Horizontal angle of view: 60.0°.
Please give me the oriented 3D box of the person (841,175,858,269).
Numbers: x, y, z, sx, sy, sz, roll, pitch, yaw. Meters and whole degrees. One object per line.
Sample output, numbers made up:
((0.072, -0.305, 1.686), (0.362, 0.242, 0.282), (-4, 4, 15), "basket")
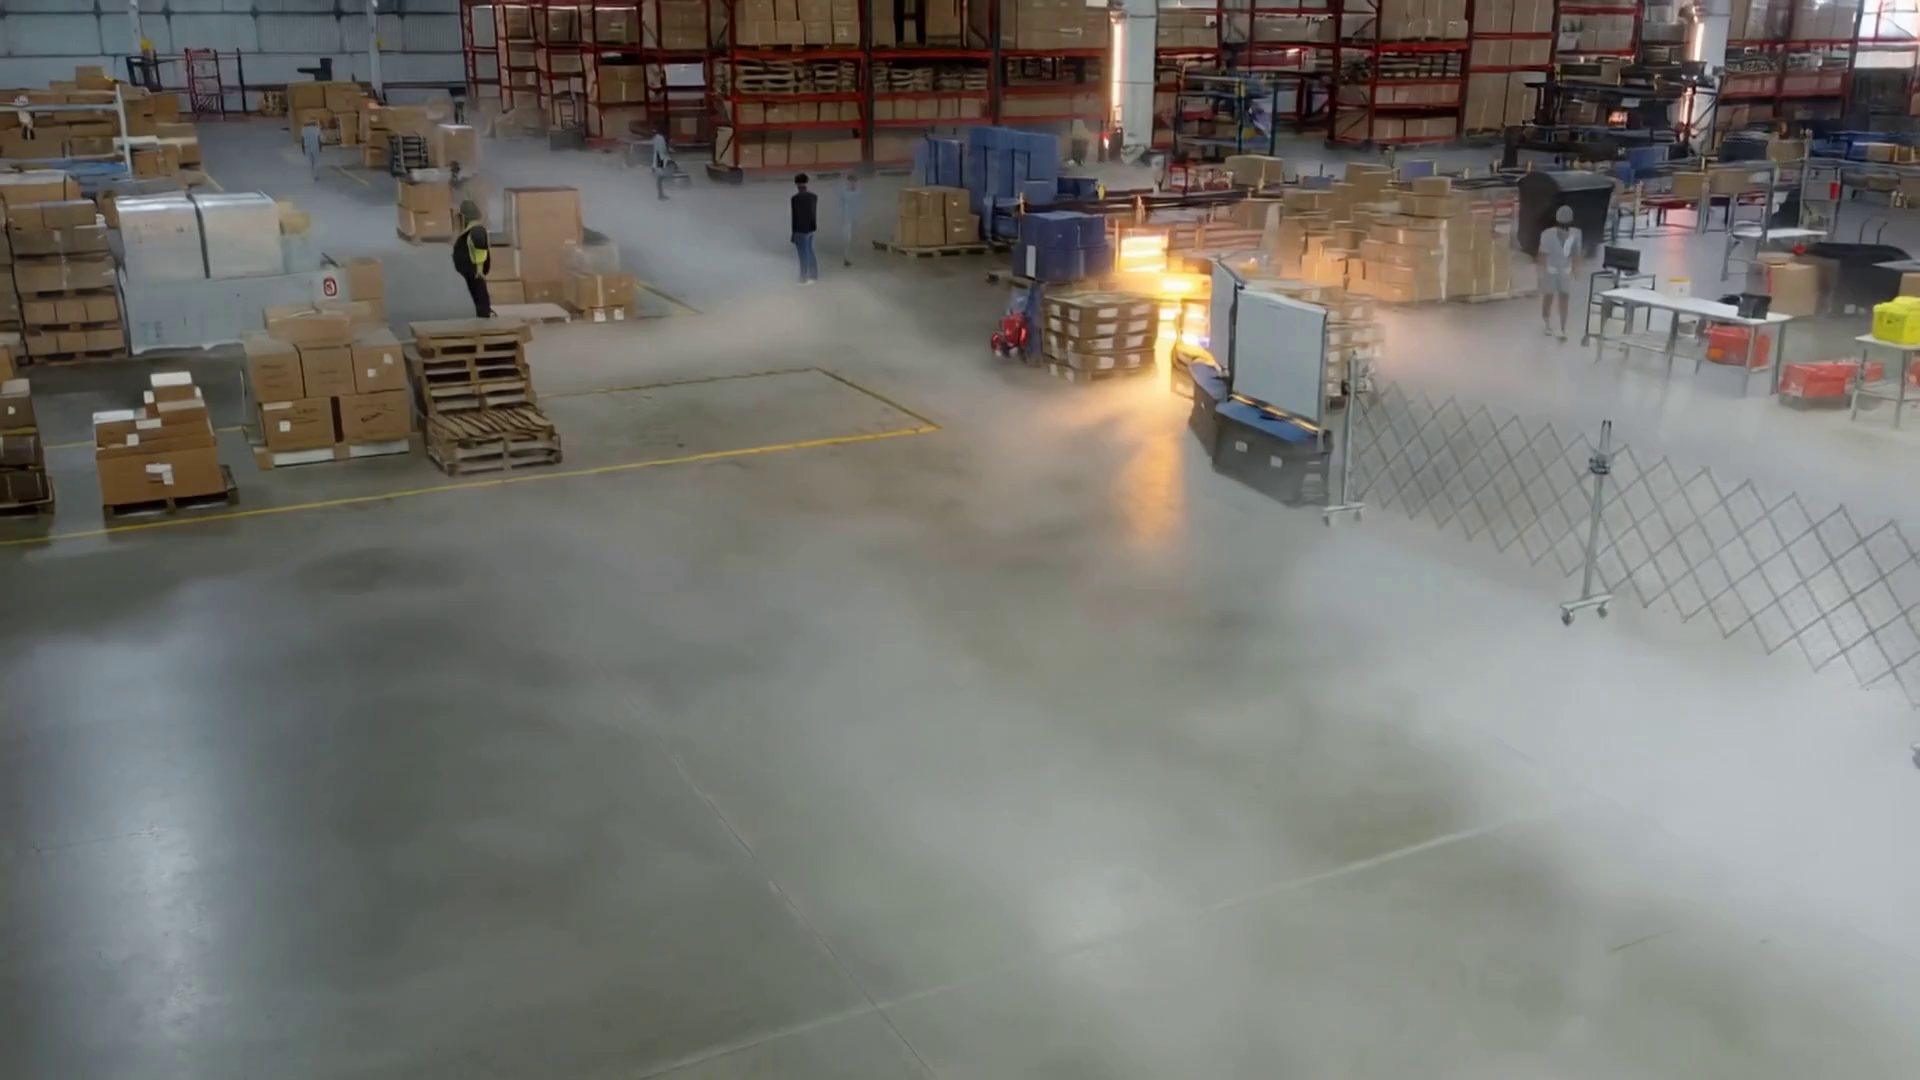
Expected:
((-2.101, -6.001, 31.424), (0.306, 1.726, 0.668), (1, 18, 4), "person")

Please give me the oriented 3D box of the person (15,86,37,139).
((-34.929, -15.967, 62.131), (0.549, 1.936, 0.376), (-1, 18, -3), "person")

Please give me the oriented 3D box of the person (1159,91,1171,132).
((8.108, -17.075, 65.794), (0.537, 1.812, 0.644), (-6, 19, -19), "person")

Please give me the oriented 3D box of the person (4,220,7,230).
((-20.236, -7.143, 34.727), (0.322, 1.875, 0.524), (3, 18, 10), "person")

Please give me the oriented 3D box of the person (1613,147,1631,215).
((14.834, -7.988, 37.549), (0.618, 1.743, 0.554), (-6, 19, -19), "person")

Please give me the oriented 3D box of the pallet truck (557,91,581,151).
((-13.495, -14.412, 57.188), (0.823, 1.965, 1.885), (-3, 18, -9), "pallet truck")

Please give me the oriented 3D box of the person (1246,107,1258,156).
((9.646, -13.418, 54.698), (0.524, 1.614, 0.478), (-8, 19, -23), "person")

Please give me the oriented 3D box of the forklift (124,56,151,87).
((-33.746, -18.506, 68.527), (1.873, 2.768, 1.129), (7, 19, 21), "forklift")

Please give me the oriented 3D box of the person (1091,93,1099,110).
((5.602, -18.097, 69.218), (0.363, 1.662, 0.681), (1, 18, 3), "person")

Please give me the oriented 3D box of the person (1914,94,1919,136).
((36.983, -16.483, 63.742), (0.604, 1.937, 0.402), (0, 18, 0), "person")

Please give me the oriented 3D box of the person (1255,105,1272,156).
((9.454, -12.509, 51.479), (0.673, 1.851, 0.981), (-7, 19, -22), "person")

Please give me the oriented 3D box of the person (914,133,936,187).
((-0.812, -9.237, 41.425), (1.019, 1.760, 0.616), (-13, 22, -35), "person")

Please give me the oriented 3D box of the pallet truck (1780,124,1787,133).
((25.206, -12.542, 52.601), (1.601, 1.201, 0.680), (0, 18, -2), "pallet truck")

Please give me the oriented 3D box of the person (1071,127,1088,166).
((3.183, -10.191, 44.521), (0.531, 1.692, 0.320), (13, 22, 35), "person")

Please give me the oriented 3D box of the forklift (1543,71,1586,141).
((18.685, -13.231, 52.085), (1.873, 2.768, 1.129), (-9, 20, -26), "forklift")

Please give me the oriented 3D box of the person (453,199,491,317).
((-7.301, -4.081, 24.912), (0.537, 2.000, 0.691), (-7, 19, -22), "person")

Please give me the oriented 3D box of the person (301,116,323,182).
((-18.315, -11.035, 46.953), (0.538, 1.812, 0.986), (-3, 18, -8), "person")

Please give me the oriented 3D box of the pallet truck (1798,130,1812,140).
((25.526, -11.556, 49.408), (1.630, 1.274, 0.653), (-9, 20, -26), "pallet truck")

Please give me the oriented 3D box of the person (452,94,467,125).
((-18.844, -15.918, 62.481), (0.551, 1.618, 0.559), (0, 18, 1), "person")

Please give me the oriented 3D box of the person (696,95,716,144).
((-8.824, -14.354, 57.210), (0.947, 1.883, 0.603), (-8, 19, -23), "person")

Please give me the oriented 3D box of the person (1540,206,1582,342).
((8.832, -3.932, 24.545), (0.602, 1.968, 1.098), (3, 18, 9), "person")

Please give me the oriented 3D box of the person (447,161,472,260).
((-9.730, -6.475, 32.604), (0.560, 1.912, 0.886), (5, 19, 16), "person")

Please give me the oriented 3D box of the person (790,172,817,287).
((-2.765, -5.458, 29.278), (0.389, 1.992, 0.625), (13, 22, 35), "person")

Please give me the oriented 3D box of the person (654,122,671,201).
((-7.594, -9.628, 42.323), (0.361, 1.962, 0.618), (0, 18, -1), "person")

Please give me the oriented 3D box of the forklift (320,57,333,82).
((-25.134, -17.789, 66.292), (1.873, 2.768, 1.129), (-9, 20, -26), "forklift")
